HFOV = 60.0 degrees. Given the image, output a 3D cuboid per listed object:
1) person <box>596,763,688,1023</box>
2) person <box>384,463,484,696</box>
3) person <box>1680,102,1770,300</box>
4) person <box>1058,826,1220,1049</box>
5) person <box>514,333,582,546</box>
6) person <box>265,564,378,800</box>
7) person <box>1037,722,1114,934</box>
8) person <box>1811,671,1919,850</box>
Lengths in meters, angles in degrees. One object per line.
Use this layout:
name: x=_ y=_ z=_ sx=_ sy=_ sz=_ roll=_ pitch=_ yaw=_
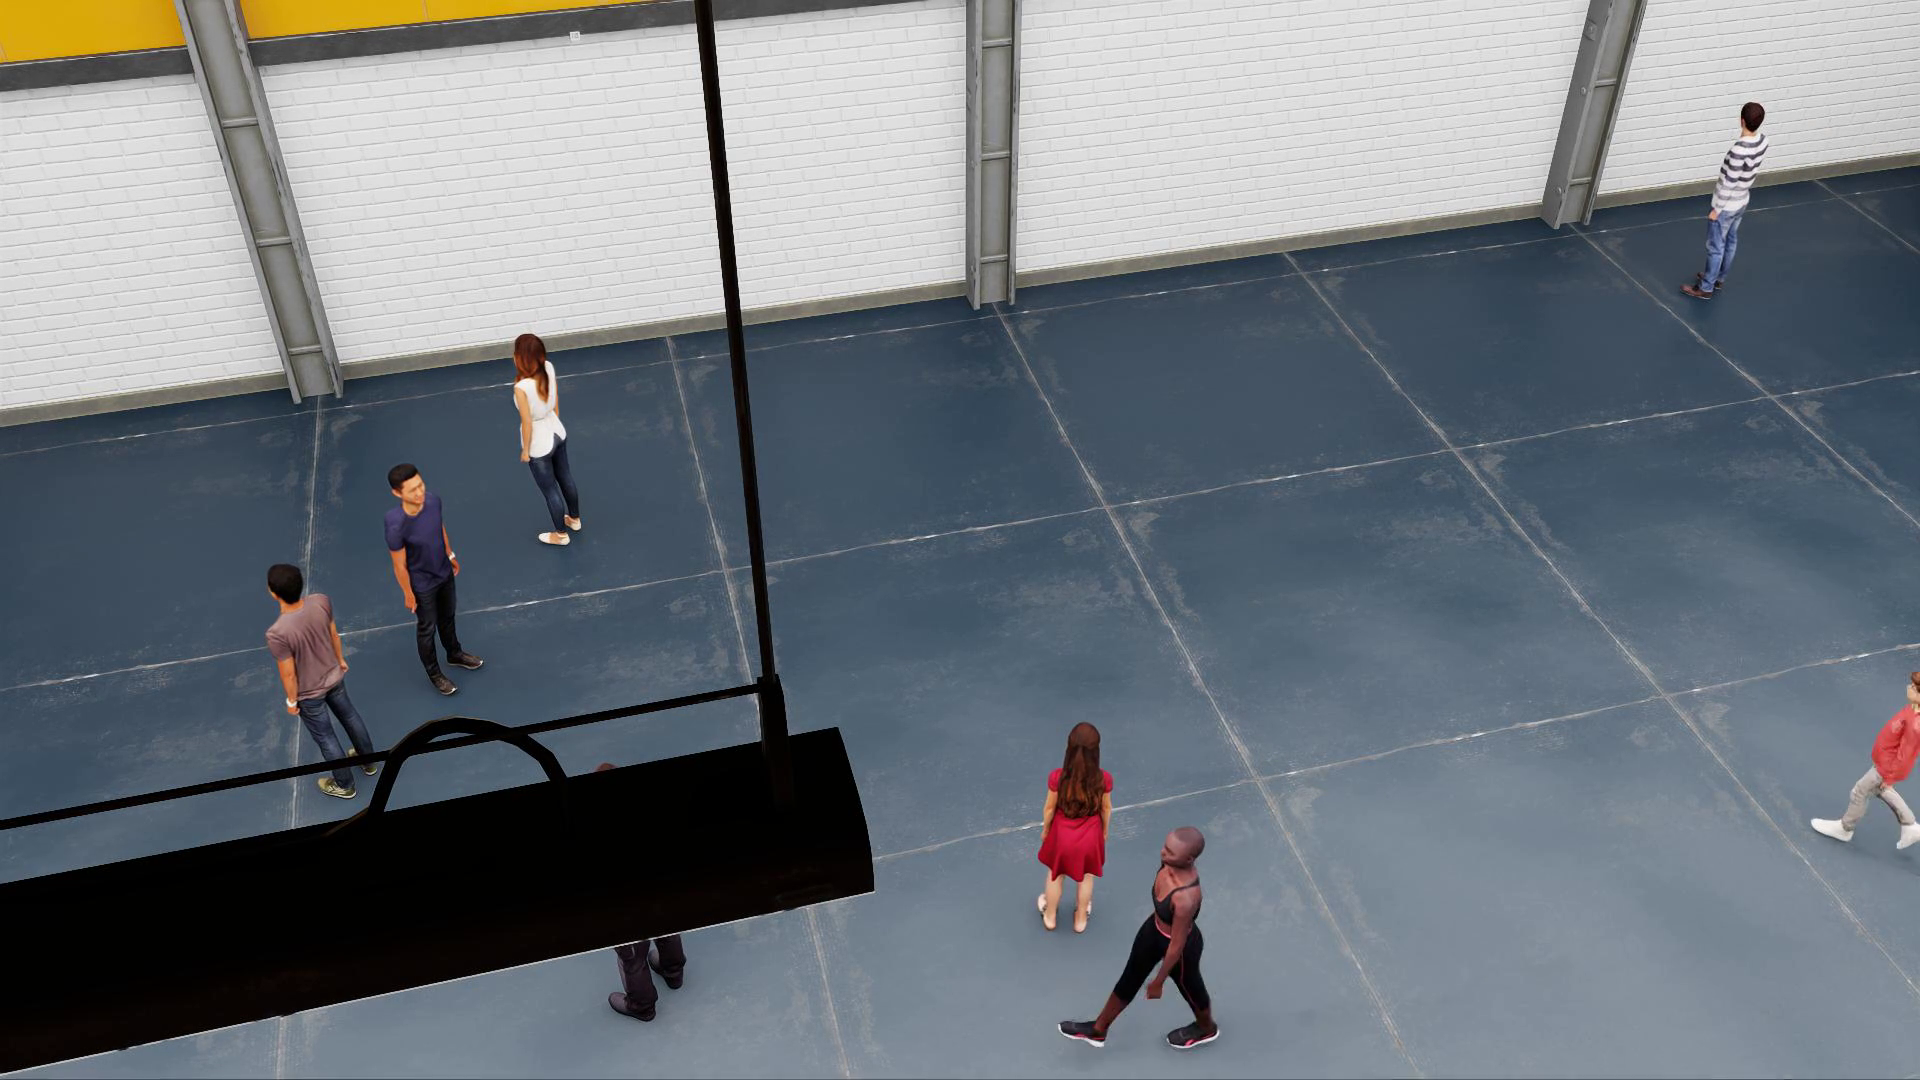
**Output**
person: x=-1.738 y=1.871 z=8.873 sx=0.843 sy=1.839 sz=0.768 roll=22 pitch=43 yaw=25
person: x=-3.514 y=0.221 z=10.977 sx=0.746 sy=1.791 sz=0.712 roll=16 pitch=41 yaw=19
person: x=6.984 y=-3.066 z=15.045 sx=0.633 sy=1.851 sz=0.780 roll=-28 pitch=47 yaw=-31
person: x=1.207 y=2.113 z=8.662 sx=1.133 sy=1.724 sz=0.668 roll=-7 pitch=39 yaw=-9
person: x=-3.025 y=-0.734 z=12.177 sx=0.707 sy=1.785 sz=0.667 roll=15 pitch=41 yaw=18
person: x=-3.931 y=0.860 z=10.187 sx=0.758 sy=1.778 sz=0.711 roll=17 pitch=42 yaw=20
person: x=0.648 y=1.647 z=9.384 sx=0.597 sy=1.551 sz=0.669 roll=-2 pitch=39 yaw=-3
person: x=5.622 y=1.334 z=9.895 sx=0.848 sy=1.402 sz=0.835 roll=25 pitch=45 yaw=28
